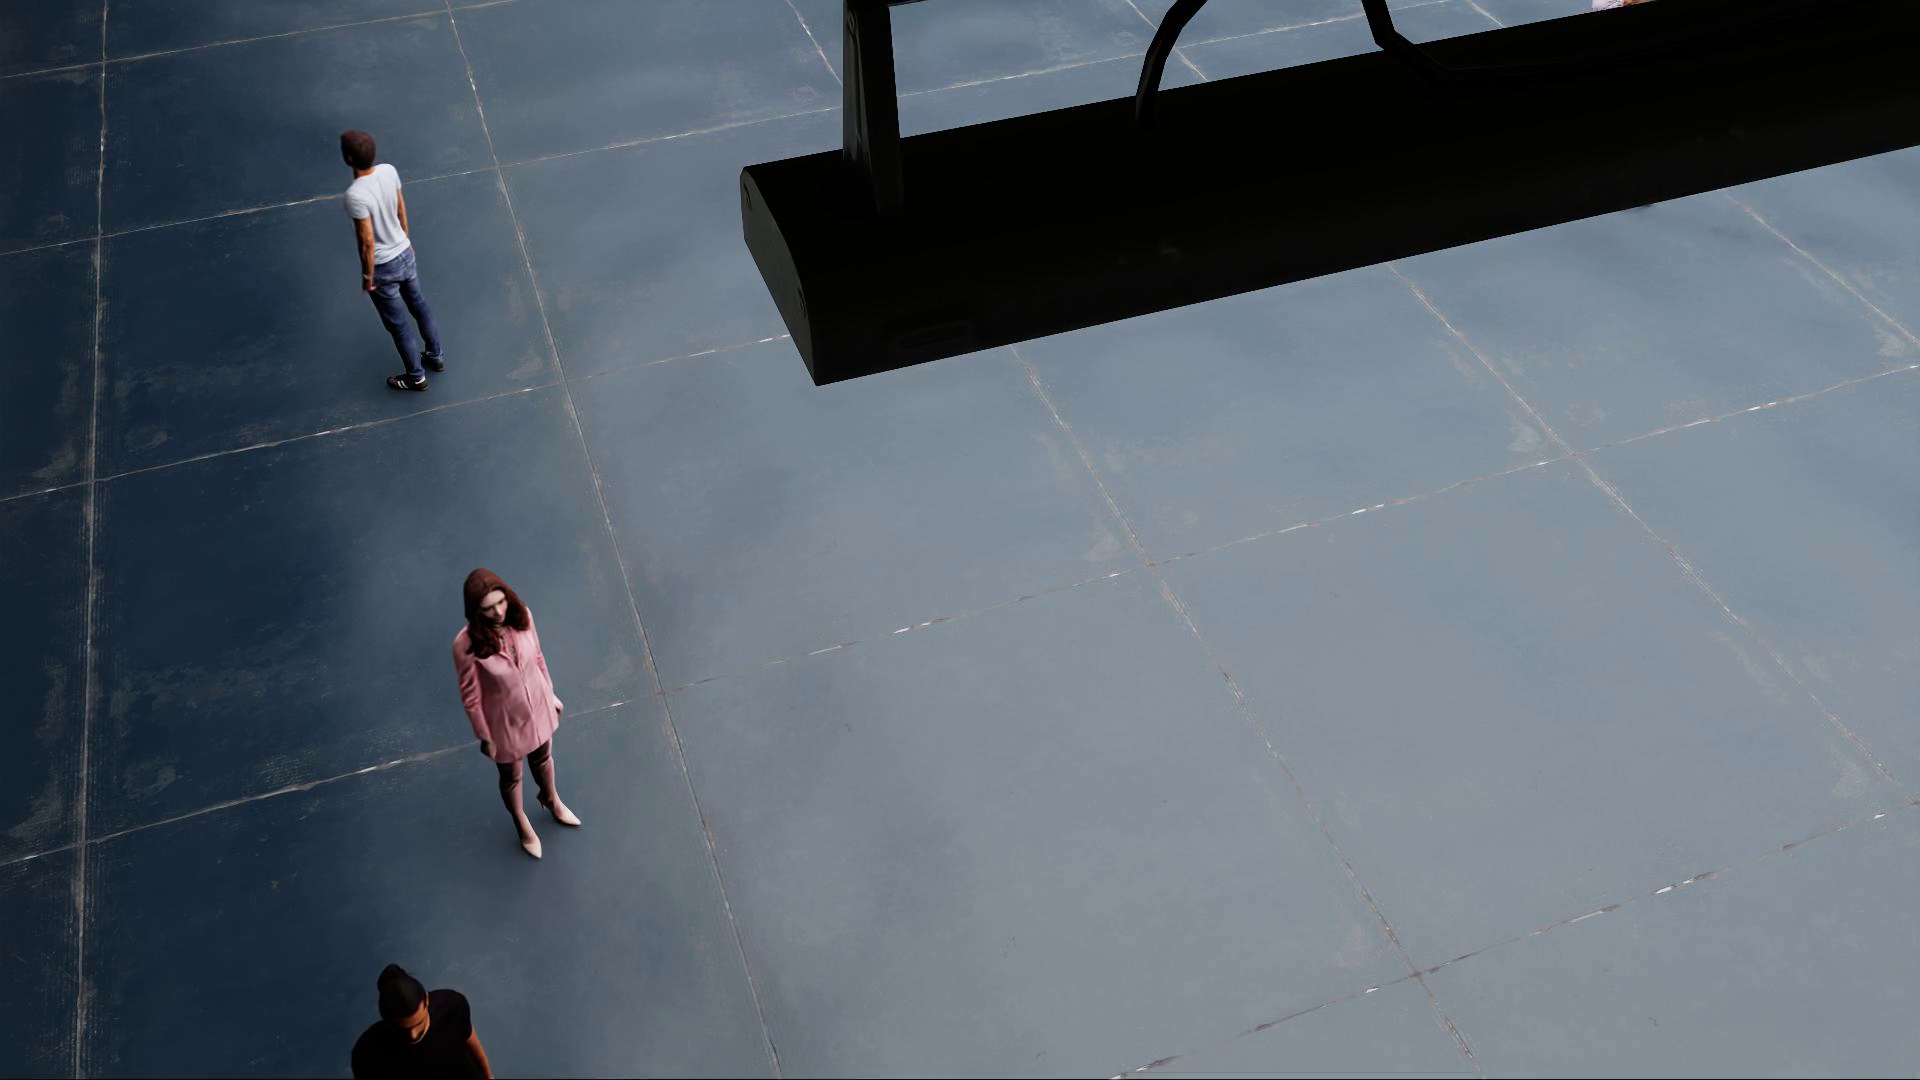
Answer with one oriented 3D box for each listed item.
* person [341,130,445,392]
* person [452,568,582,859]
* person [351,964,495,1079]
[{"bbox_3d":[-3.673,-1.801,10.713,0.776,1.865,0.701,15,45,15],"label":"person"},{"bbox_3d":[-2.133,0.817,7.956,0.686,1.803,0.690,31,51,29],"label":"person"},{"bbox_3d":[-2.032,2.217,6.491,0.697,1.756,0.709,34,53,31],"label":"person"}]
